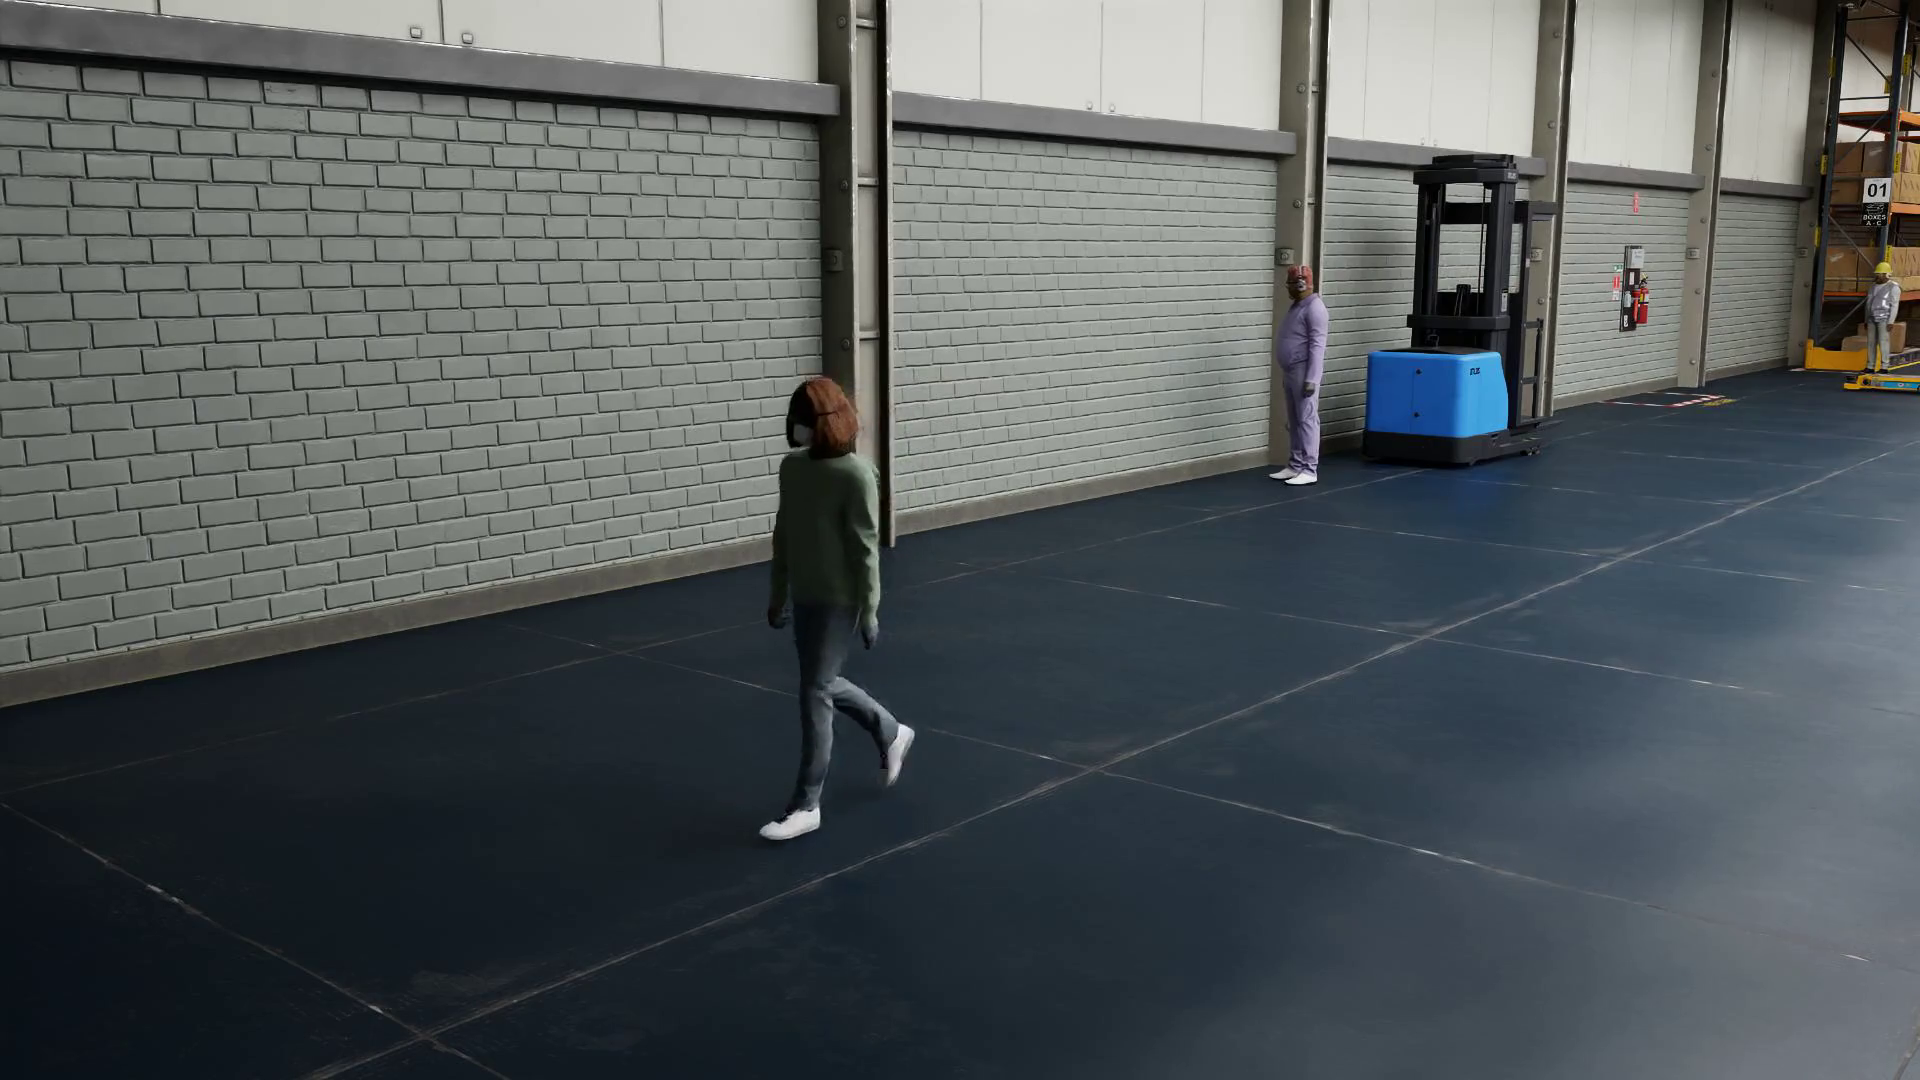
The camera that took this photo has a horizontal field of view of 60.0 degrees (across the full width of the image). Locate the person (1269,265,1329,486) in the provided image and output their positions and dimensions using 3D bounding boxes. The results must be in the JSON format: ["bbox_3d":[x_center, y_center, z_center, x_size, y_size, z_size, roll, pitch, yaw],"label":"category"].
[{"bbox_3d":[2.959,-1.437,14.541,0.403,1.904,0.637,-1,10,-7],"label":"person"}]

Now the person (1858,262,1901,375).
[{"bbox_3d":[14.925,-3.589,26.995,0.404,1.826,0.602,-3,10,-16],"label":"person"}]

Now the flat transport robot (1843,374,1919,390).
[{"bbox_3d":[13.633,-2.266,24.016,1.431,0.197,0.652,8,13,40],"label":"flat transport robot"}]

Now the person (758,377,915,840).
[{"bbox_3d":[-0.437,0.211,5.961,0.733,1.608,0.506,-8,13,-39],"label":"person"}]

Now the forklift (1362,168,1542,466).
[{"bbox_3d":[4.875,-2.212,16.287,1.129,2.768,1.873,8,13,40],"label":"forklift"}]
